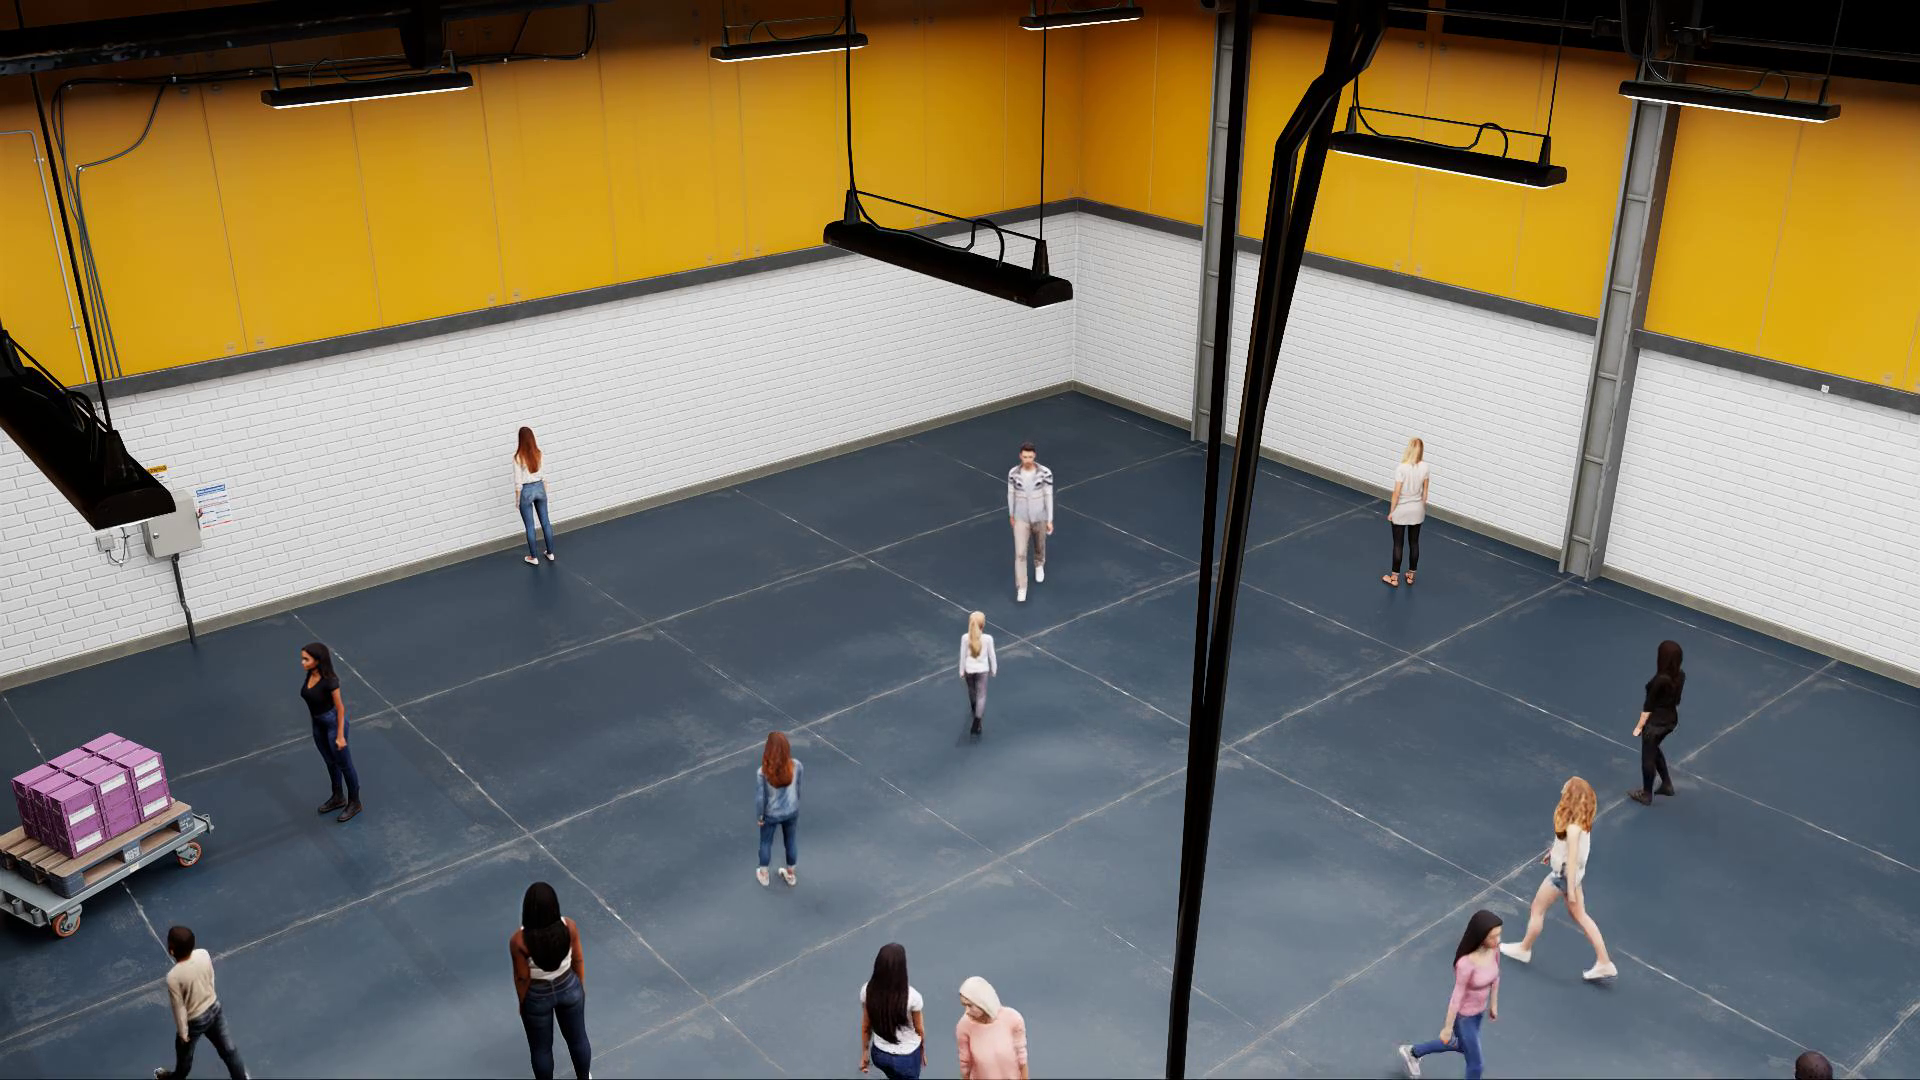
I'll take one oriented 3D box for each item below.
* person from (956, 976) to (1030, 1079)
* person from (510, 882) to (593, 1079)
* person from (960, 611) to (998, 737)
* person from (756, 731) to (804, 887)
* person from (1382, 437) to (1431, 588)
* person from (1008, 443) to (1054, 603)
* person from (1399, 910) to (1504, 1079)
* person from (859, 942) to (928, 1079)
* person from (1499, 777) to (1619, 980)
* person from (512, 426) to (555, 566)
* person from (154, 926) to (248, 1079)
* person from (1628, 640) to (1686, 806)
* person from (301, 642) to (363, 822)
[{"bbox_3d":[0.217,3.518,10.781,0.858,1.675,0.983,-8,25,-18],"label":"person"},{"bbox_3d":[-2.812,3.140,11.477,0.700,1.810,0.685,-11,26,-23],"label":"person"},{"bbox_3d":[0.158,1.322,16.321,0.898,1.261,0.900,5,24,12],"label":"person"},{"bbox_3d":[-1.460,2.272,13.884,0.661,1.472,0.696,-10,26,-22],"label":"person"},{"bbox_3d":[5.229,-0.331,19.397,0.690,1.826,0.686,-5,24,-11],"label":"person"},{"bbox_3d":[0.840,-0.292,19.299,1.203,1.834,1.263,2,24,5],"label":"person"},{"bbox_3d":[3.424,3.215,11.417,0.624,1.719,1.071,-21,31,-40],"label":"person"},{"bbox_3d":[-0.453,3.467,10.825,1.156,1.732,0.949,12,26,25],"label":"person"},{"bbox_3d":[4.759,2.626,12.759,1.173,1.724,0.772,15,28,31],"label":"person"},{"bbox_3d":[-5.151,-0.547,20.014,0.578,1.728,0.488,-18,29,-35],"label":"person"},{"bbox_3d":[-5.203,3.326,11.518,1.033,1.436,0.838,10,25,21],"label":"person"},{"bbox_3d":[6.373,1.695,15.004,0.597,1.632,0.637,-14,27,-29],"label":"person"},{"bbox_3d":[-5.635,1.689,14.885,0.550,1.738,0.677,16,28,32],"label":"person"}]
